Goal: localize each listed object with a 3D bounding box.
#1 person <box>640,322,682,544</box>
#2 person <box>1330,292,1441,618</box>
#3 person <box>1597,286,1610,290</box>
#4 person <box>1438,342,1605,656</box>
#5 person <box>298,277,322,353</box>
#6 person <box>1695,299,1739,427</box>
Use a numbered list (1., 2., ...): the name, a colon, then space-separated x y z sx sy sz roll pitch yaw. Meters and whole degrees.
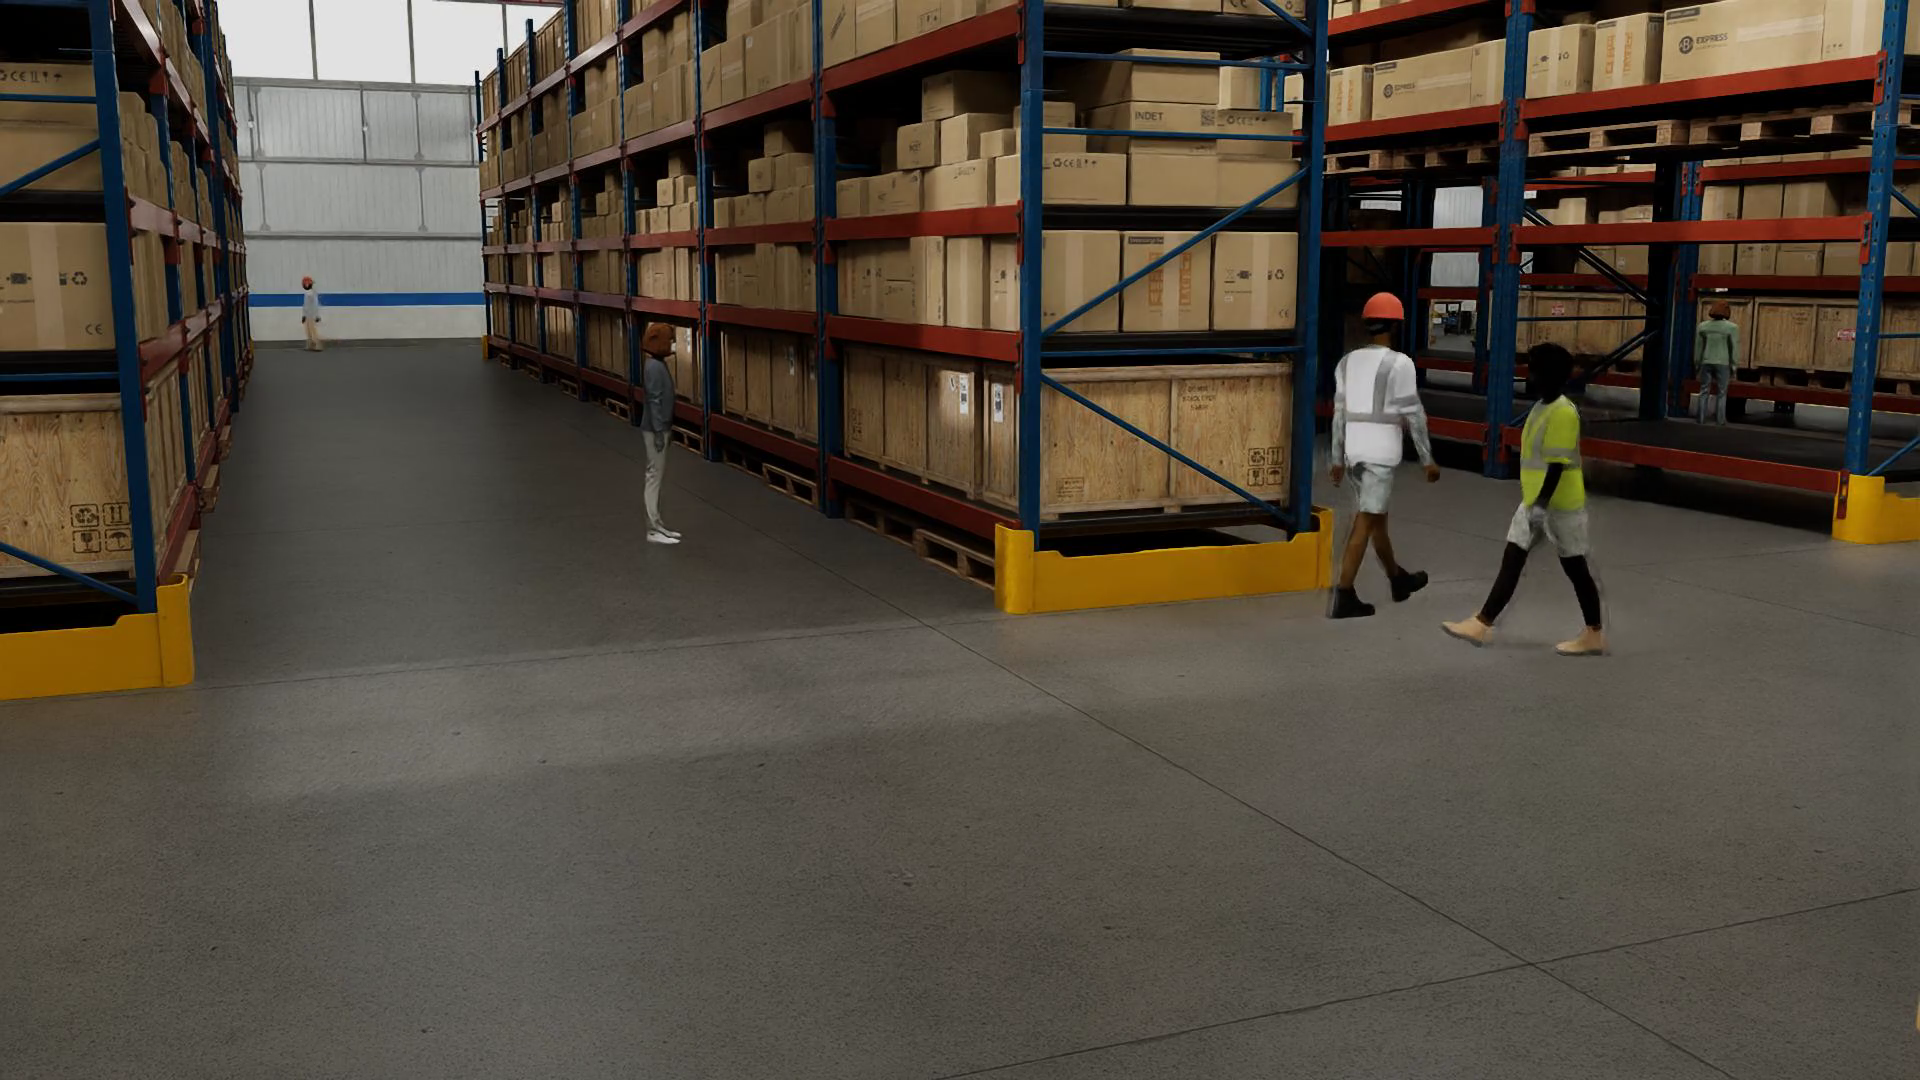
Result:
1. person: -2.218 -0.791 12.323 0.286 1.633 0.500 -1 10 -4
2. person: 2.545 -0.501 9.829 0.961 1.885 0.572 -5 11 -28
3. person: 13.667 -4.791 35.409 1.091 1.938 0.603 8 13 41
4. person: 3.021 -0.202 8.722 0.859 1.643 0.553 0 9 2
5. person: -15.041 -5.170 38.242 0.706 1.727 0.590 0 9 -2
6. person: 9.187 -2.107 20.209 0.271 1.631 0.509 -9 13 -44
